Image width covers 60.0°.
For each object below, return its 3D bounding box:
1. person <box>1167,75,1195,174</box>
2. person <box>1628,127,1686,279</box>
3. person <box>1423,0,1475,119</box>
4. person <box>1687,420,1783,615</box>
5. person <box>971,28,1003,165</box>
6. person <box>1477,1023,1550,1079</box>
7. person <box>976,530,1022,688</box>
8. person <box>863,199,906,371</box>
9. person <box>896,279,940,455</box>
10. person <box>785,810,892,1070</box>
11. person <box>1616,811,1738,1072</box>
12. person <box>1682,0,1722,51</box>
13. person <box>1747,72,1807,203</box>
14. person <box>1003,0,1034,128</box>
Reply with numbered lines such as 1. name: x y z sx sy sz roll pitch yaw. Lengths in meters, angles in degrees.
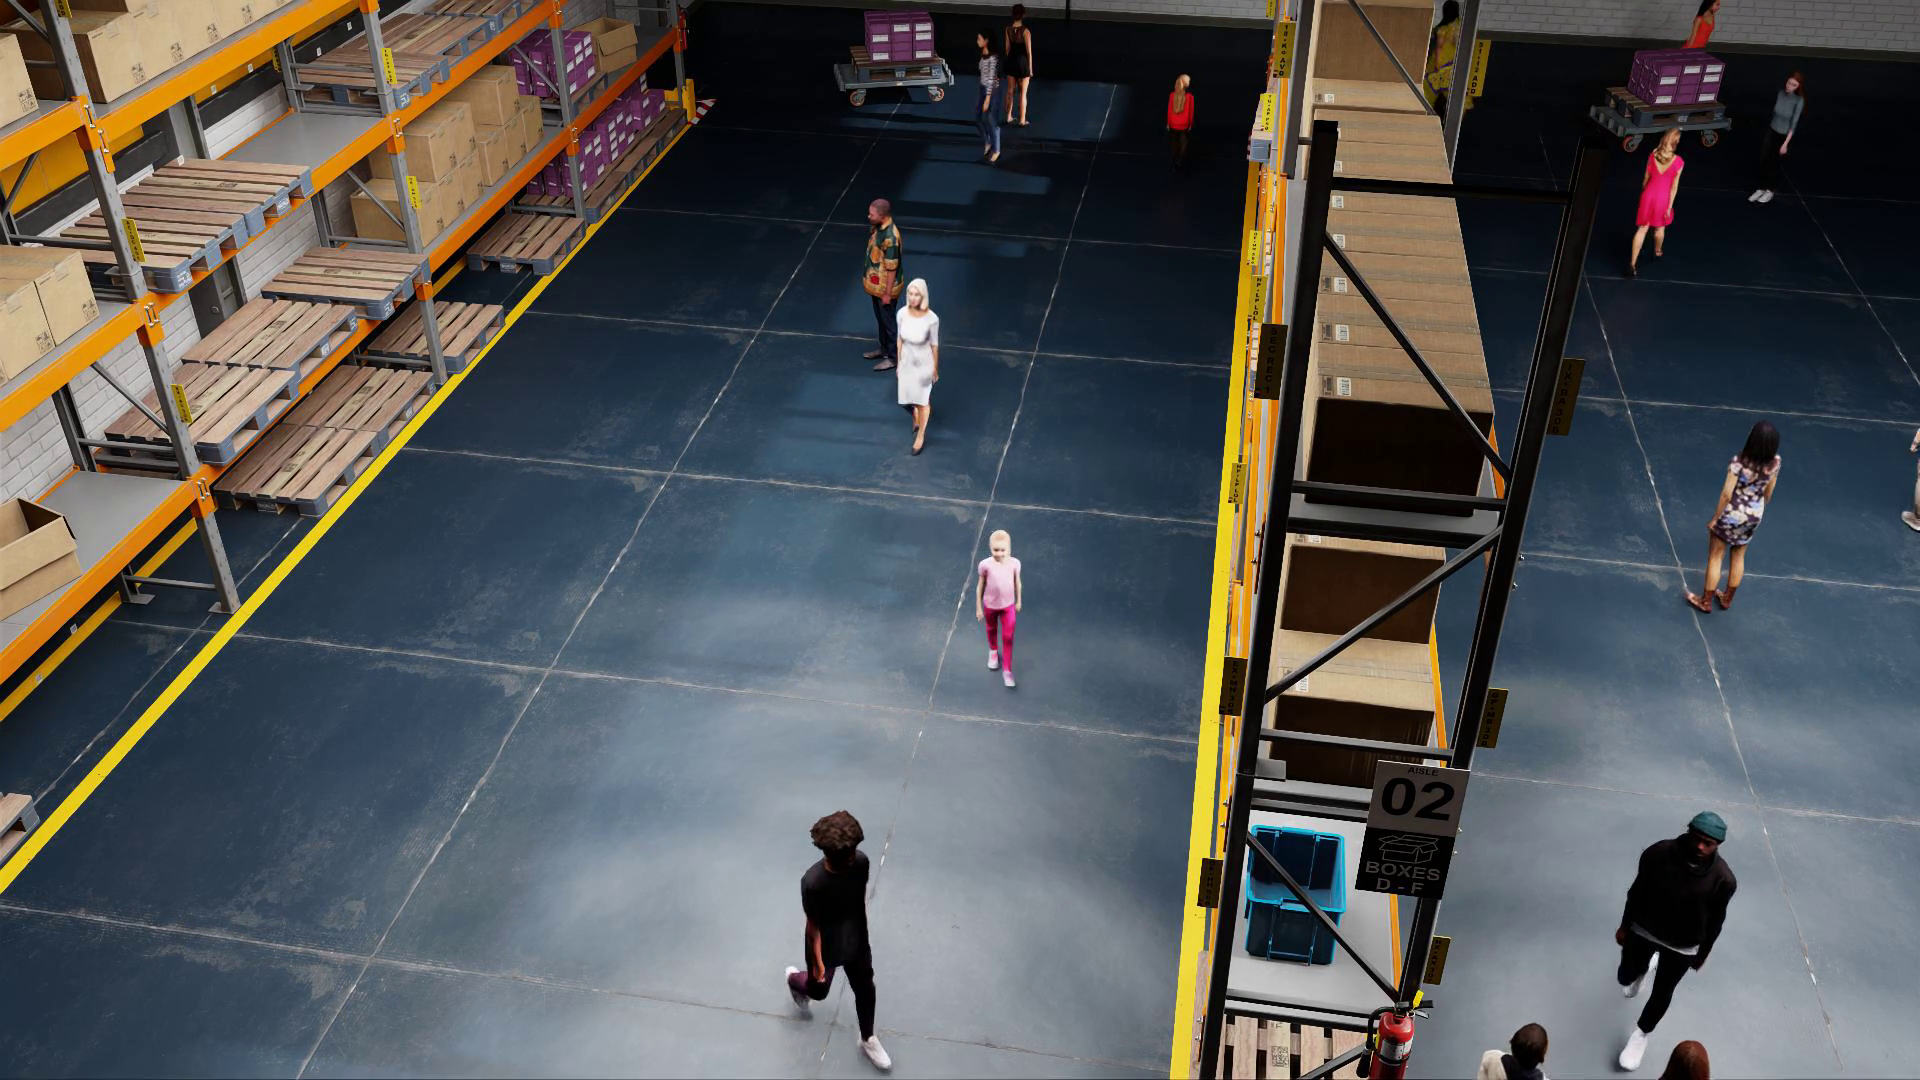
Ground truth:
1. person: 2.812 -5.317 21.358 0.529 1.272 0.700 9 35 13
2. person: 7.738 -3.741 18.610 0.918 1.690 1.099 26 42 34
3. person: 6.761 -6.586 22.952 1.133 1.621 1.292 -14 36 -20
4. person: 6.183 -0.179 13.211 0.652 1.734 0.628 -5 34 -8
5. person: 0.473 -5.738 21.532 0.800 1.781 0.725 -16 37 -22
6. person: 2.815 3.048 8.610 0.655 1.452 0.675 28 43 35
7. person: 0.292 0.441 12.712 0.588 1.254 0.801 -1 34 -2
8. person: -0.758 -2.598 16.785 0.880 1.806 0.783 -12 36 -18
9. person: -0.374 -1.646 15.411 0.620 1.742 0.703 11 35 16
10. person: -0.756 2.237 9.556 1.080 1.755 1.112 -23 40 -31
11. person: 4.075 2.206 9.556 0.896 1.808 1.067 19 38 27
12. person: 10.128 -6.789 23.196 0.964 1.689 0.967 -27 42 -35
13. person: 10.055 -4.922 20.377 0.842 1.700 0.783 -10 35 -14
14. person: 0.792 -6.507 22.787 0.671 1.671 0.691 23 40 30
